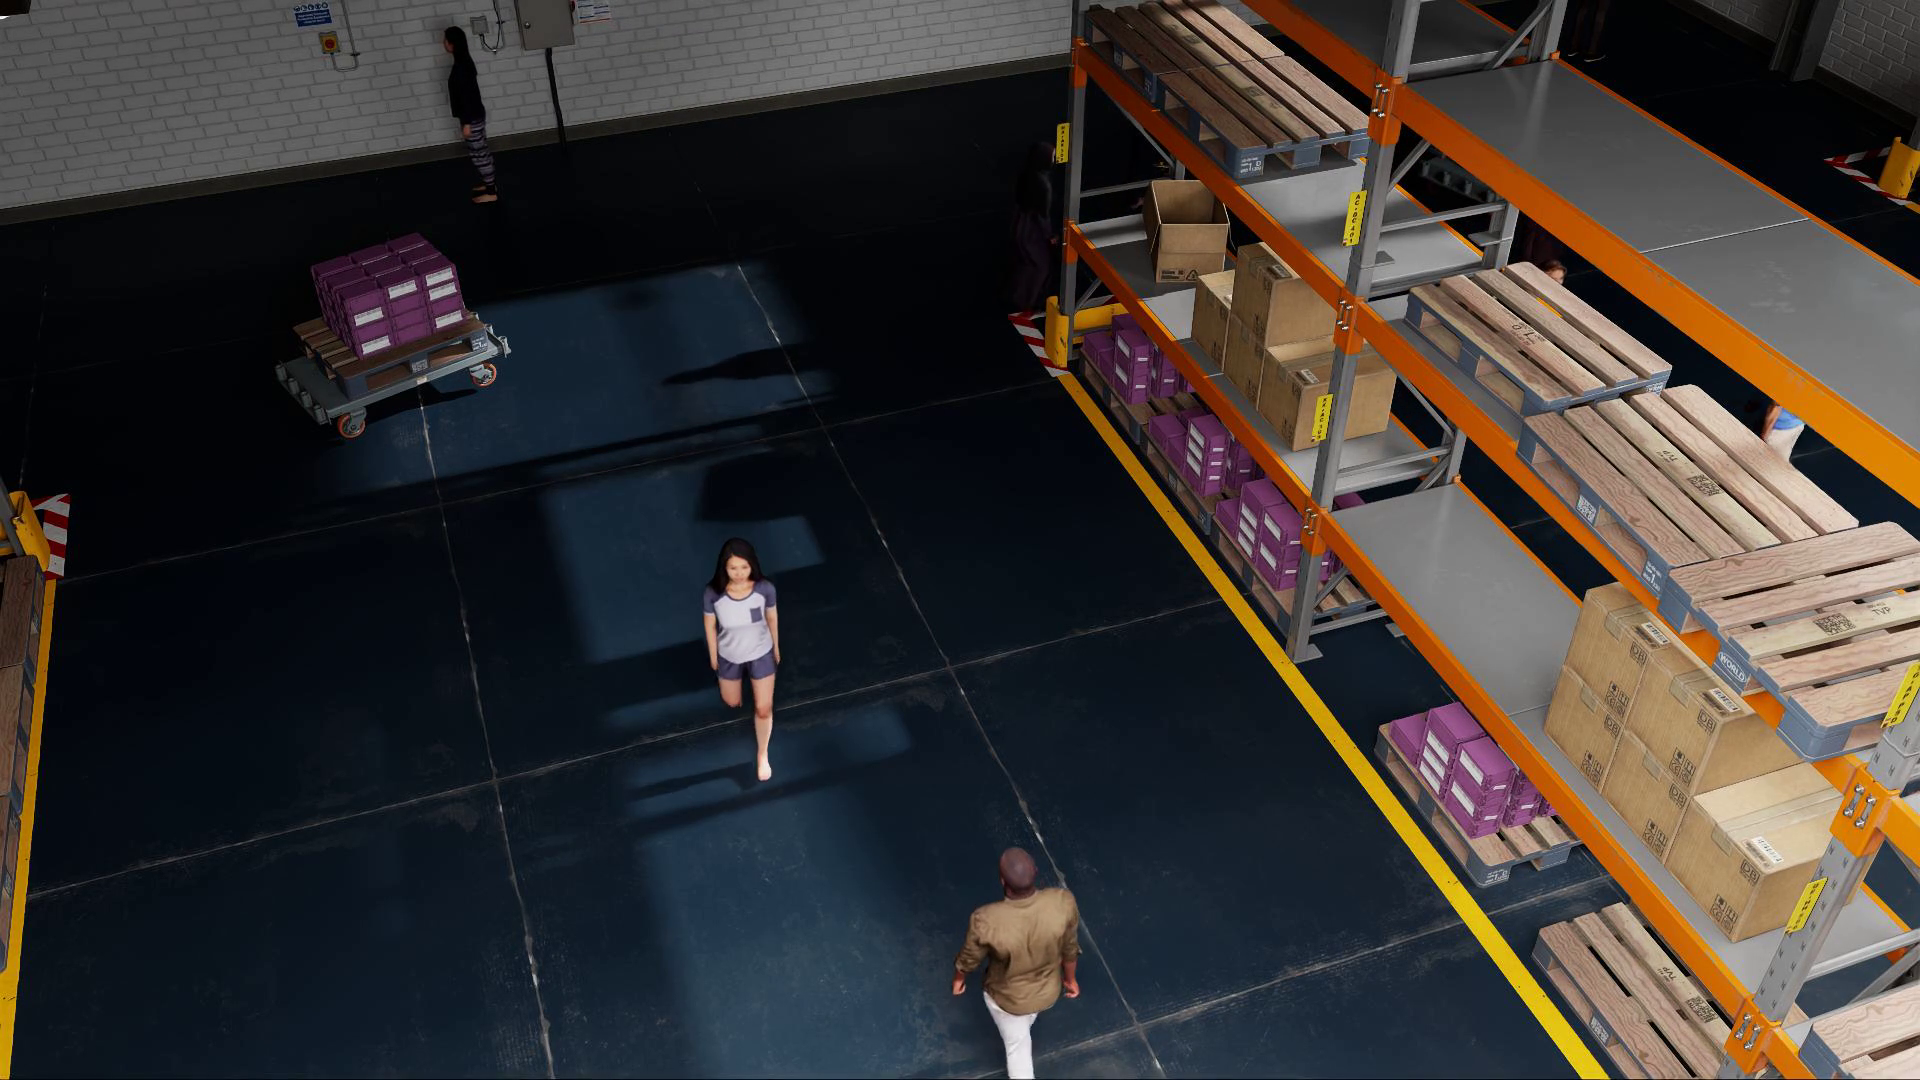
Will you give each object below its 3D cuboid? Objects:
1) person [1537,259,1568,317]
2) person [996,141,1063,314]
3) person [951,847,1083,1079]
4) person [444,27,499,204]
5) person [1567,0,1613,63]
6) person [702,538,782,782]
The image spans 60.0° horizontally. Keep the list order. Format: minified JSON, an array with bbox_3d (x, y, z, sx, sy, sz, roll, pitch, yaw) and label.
[{"bbox_3d":[4.275,-1.407,12.592,0.668,1.706,0.870,-16,41,-19],"label":"person"},{"bbox_3d":[0.572,-2.635,14.205,0.665,1.614,0.702,-15,41,-18],"label":"person"},{"bbox_3d":[0.330,2.211,7.987,0.751,1.800,0.984,-13,40,-16],"label":"person"},{"bbox_3d":[-4.668,-4.074,15.910,0.713,1.734,0.537,-3,39,-4],"label":"person"},{"bbox_3d":[7.178,-6.288,18.629,0.788,1.800,0.606,-26,46,-29],"label":"person"},{"bbox_3d":[-1.302,0.633,10.054,0.706,1.686,1.002,-7,39,-8],"label":"person"}]
